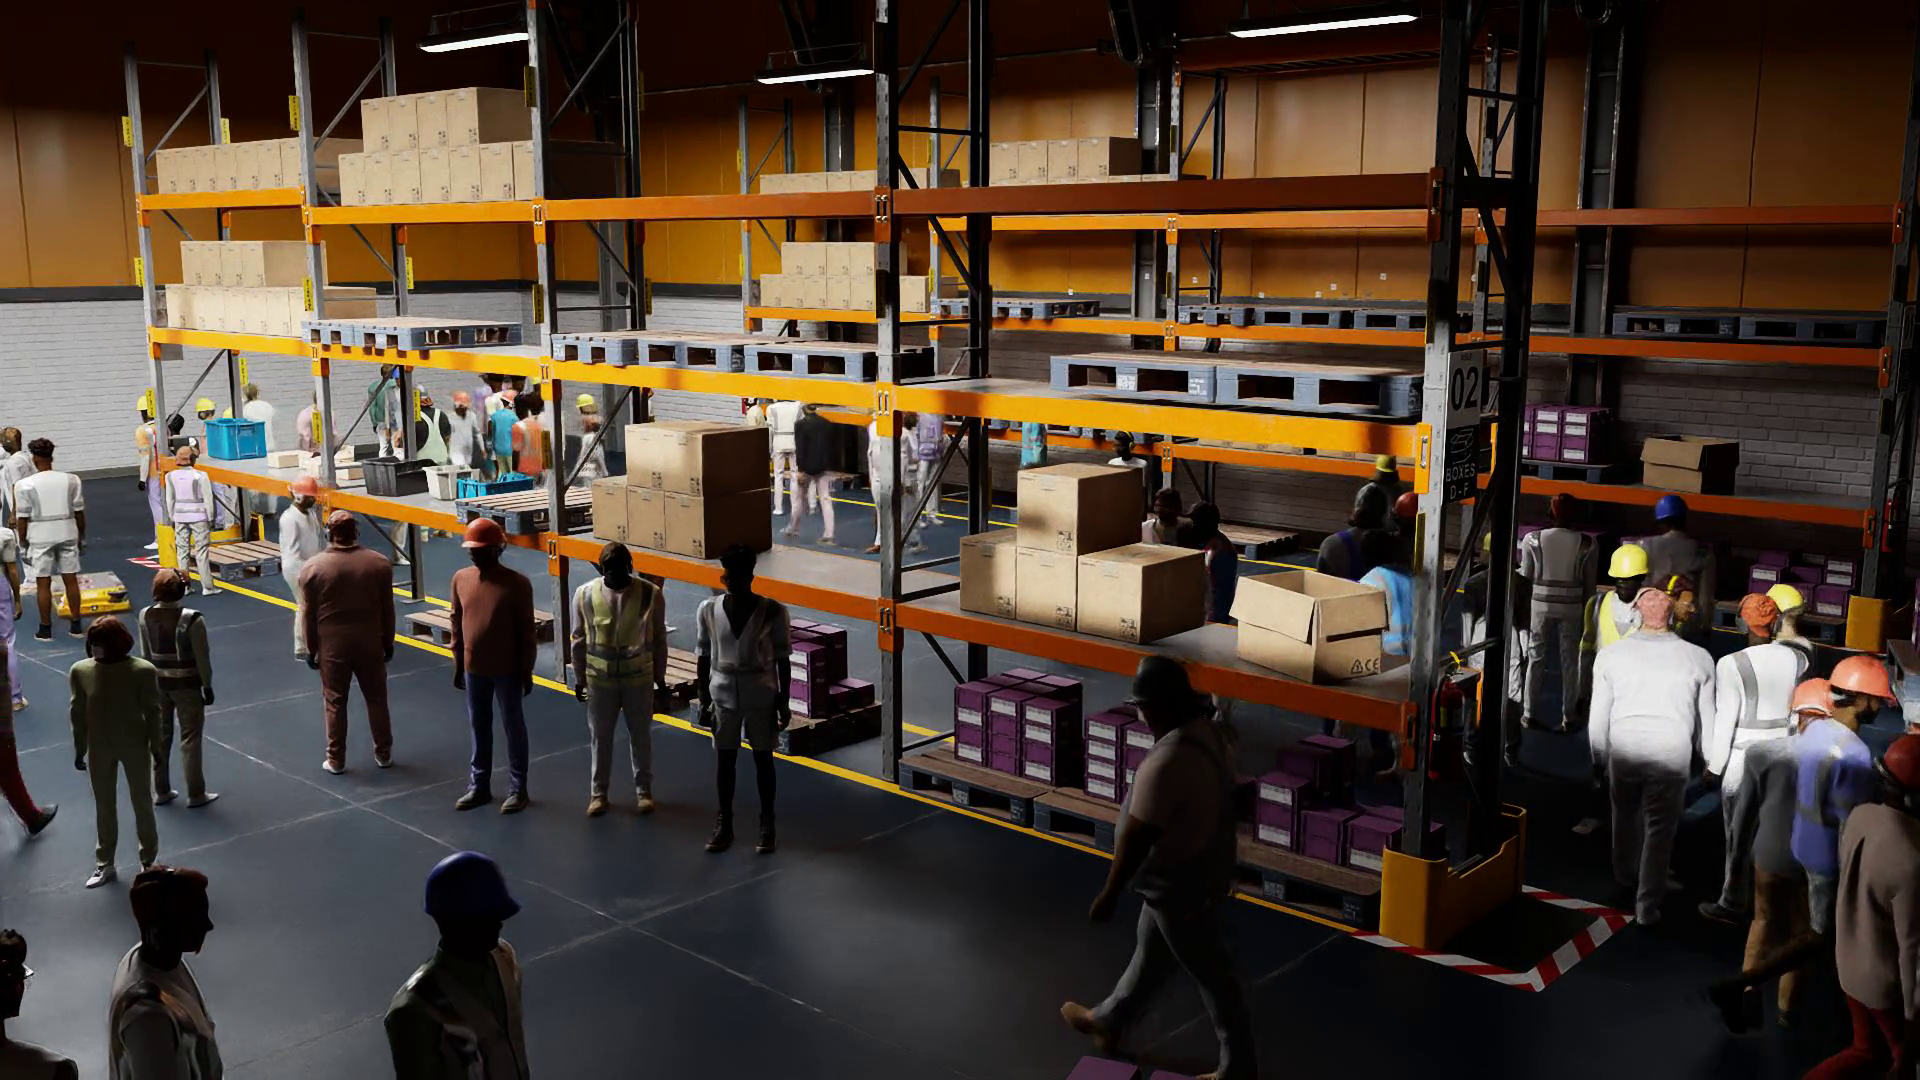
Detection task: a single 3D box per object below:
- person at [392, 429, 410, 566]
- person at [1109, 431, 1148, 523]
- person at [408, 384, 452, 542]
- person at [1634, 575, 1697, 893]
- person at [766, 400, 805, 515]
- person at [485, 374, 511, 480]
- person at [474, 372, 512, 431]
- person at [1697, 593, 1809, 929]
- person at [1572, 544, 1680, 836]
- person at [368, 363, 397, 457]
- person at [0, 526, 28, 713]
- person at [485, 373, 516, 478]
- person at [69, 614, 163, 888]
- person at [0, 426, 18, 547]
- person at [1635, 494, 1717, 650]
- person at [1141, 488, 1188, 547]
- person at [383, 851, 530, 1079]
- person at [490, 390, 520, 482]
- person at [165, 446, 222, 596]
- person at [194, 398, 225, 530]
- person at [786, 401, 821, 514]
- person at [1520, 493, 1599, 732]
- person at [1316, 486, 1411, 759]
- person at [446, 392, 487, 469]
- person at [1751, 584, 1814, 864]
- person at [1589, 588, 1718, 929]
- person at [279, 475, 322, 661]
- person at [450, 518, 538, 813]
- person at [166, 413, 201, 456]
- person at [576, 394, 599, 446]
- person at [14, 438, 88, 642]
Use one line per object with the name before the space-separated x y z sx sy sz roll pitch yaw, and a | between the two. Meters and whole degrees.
person | -6.614 -0.509 19.757 0.329 1.626 0.526 -2 10 -13
person | 1.759 -0.238 17.574 0.526 1.855 0.338 8 13 38
person | -6.903 -1.009 21.395 0.535 2.000 0.683 7 12 34
person | 4.190 1.121 9.860 0.427 1.862 0.562 8 13 38
person | -2.431 -1.299 23.397 0.591 1.921 0.391 -2 10 -11
person | -7.403 -1.869 26.902 0.514 1.813 0.487 -8 13 -39
person | -7.173 -1.753 25.740 0.699 1.989 0.766 -8 13 -38
person | 4.391 1.223 9.225 0.575 1.882 0.359 -3 10 -17
person | 4.194 0.973 10.514 0.594 1.924 0.382 8 13 39
person | -9.067 -1.861 26.498 0.635 1.938 0.360 0 10 -2
person | -7.866 0.506 13.446 0.502 1.830 0.349 -3 10 -17
person | -6.764 -1.520 24.501 0.366 1.962 0.614 5 11 26
person | -4.977 1.240 9.835 0.499 1.632 0.285 -1 10 -7
person | -12.017 -0.796 20.639 0.362 1.883 0.576 1 10 4
person | 5.350 0.621 12.535 0.665 1.912 0.581 5 11 25
person | 1.694 0.476 13.559 0.567 1.841 0.377 3 10 17
person | -1.521 1.904 5.190 0.386 1.948 0.602 2 10 11
person | -6.434 -1.281 23.793 0.573 1.738 0.352 5 11 27
person | -8.292 -0.200 17.956 0.512 1.639 0.312 1 10 6
person | -9.991 -1.011 22.187 0.311 1.769 0.522 -4 11 -20
person | -2.228 -1.303 23.502 0.583 1.882 0.337 0 10 1
person | 4.658 0.564 12.989 0.571 1.877 0.353 4 11 21
person | 2.997 0.591 12.352 0.686 2.000 0.535 4 11 22
person | -7.219 -1.294 23.972 0.823 1.711 0.600 7 12 36
person | 4.930 1.136 10.079 0.556 1.746 0.377 -6 12 -30
person | 3.933 1.191 9.455 0.653 1.861 0.950 5 11 26
person | -5.933 0.267 15.098 0.383 1.723 0.566 1 10 4
person | -3.125 0.833 11.110 0.612 1.996 0.389 3 10 16
person | -9.771 -0.741 20.849 0.531 1.698 0.320 -7 12 -36
person | -5.162 -1.165 23.143 0.307 1.736 0.484 -5 11 -27
person | -8.705 -0.004 15.948 0.375 1.959 0.609 10 14 44
